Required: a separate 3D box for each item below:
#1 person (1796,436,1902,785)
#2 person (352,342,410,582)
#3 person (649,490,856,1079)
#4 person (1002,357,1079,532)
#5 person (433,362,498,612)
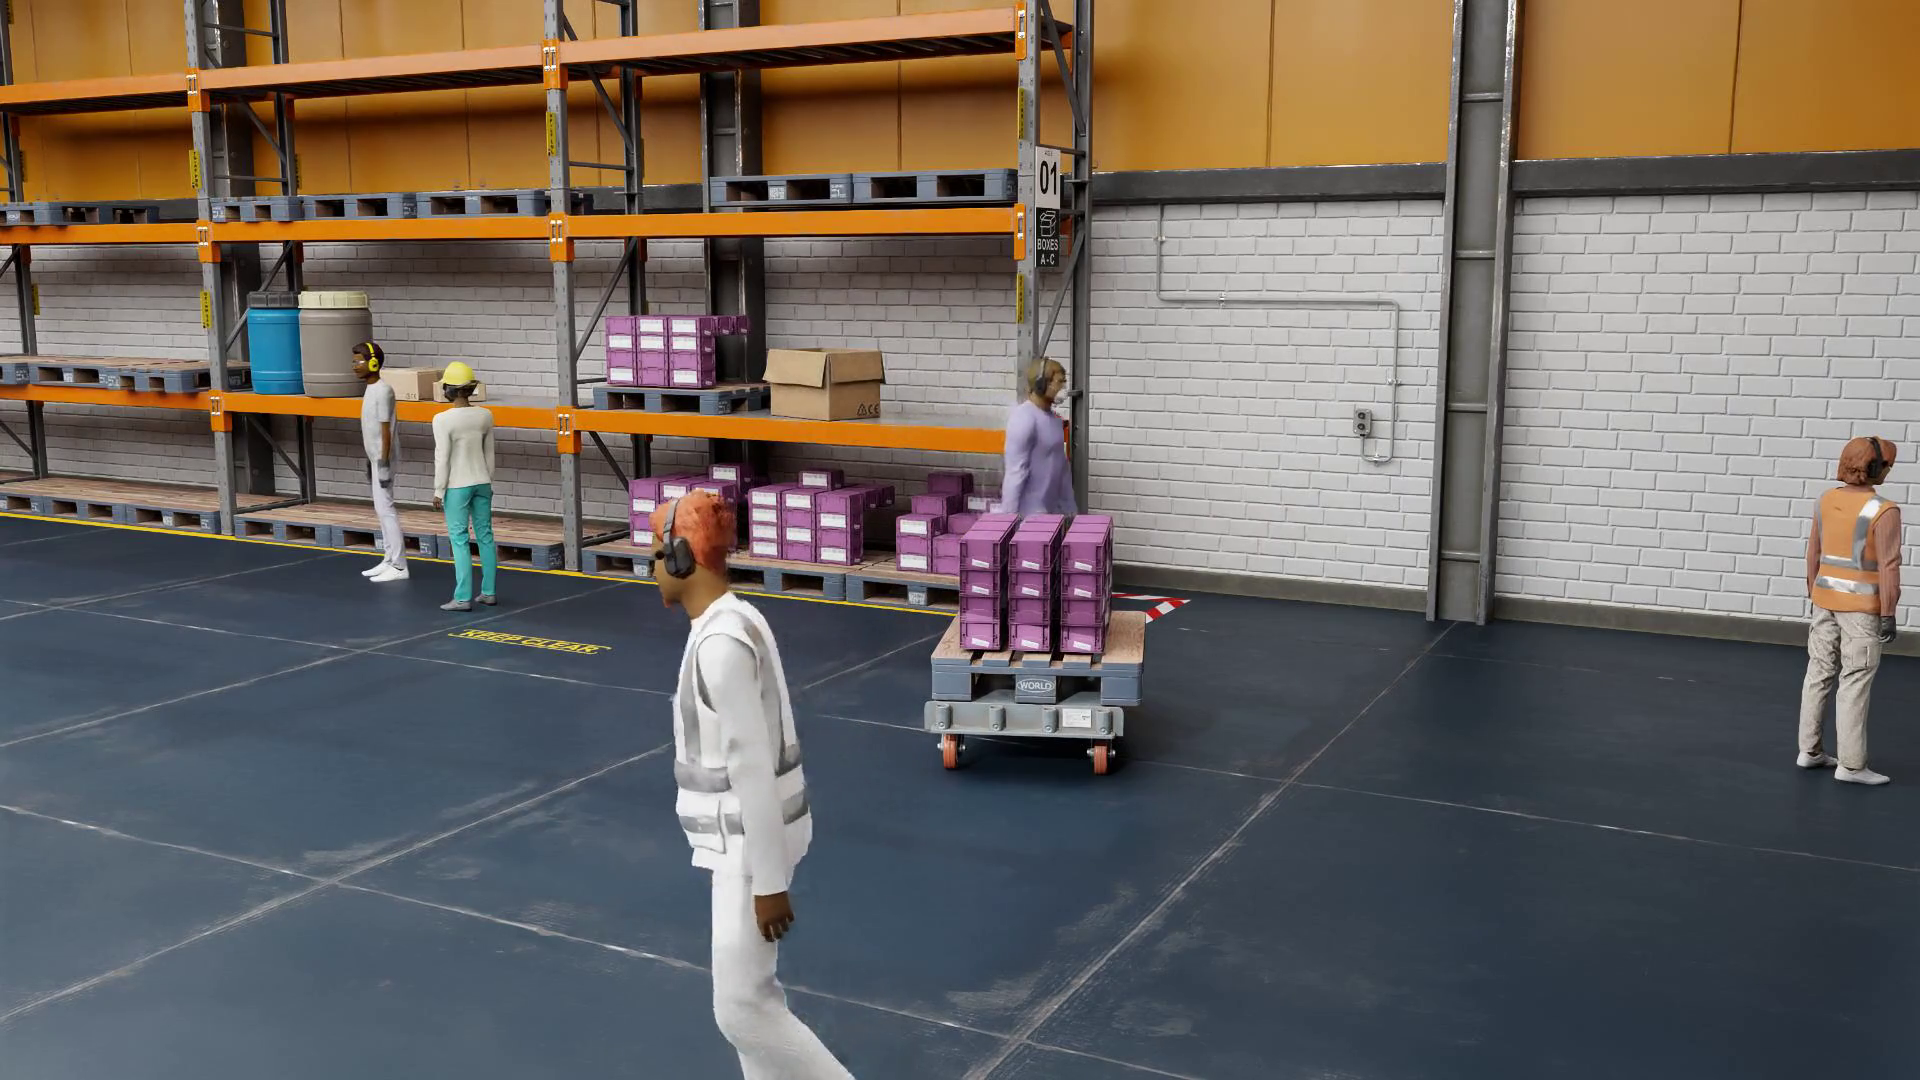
[{"bbox_3d":[4.210,0.328,7.861,0.310,1.638,0.522,-2,9,-14],"label":"person"},{"bbox_3d":[-4.526,-0.606,12.960,0.320,1.860,0.505,-5,11,-29],"label":"person"},{"bbox_3d":[-0.487,0.798,4.305,0.626,1.853,0.635,-1,9,-6],"label":"person"},{"bbox_3d":[0.573,-0.138,9.947,0.993,1.889,0.662,3,10,18],"label":"person"},{"bbox_3d":[-3.516,-0.376,11.803,0.300,1.772,0.532,6,11,32],"label":"person"}]
